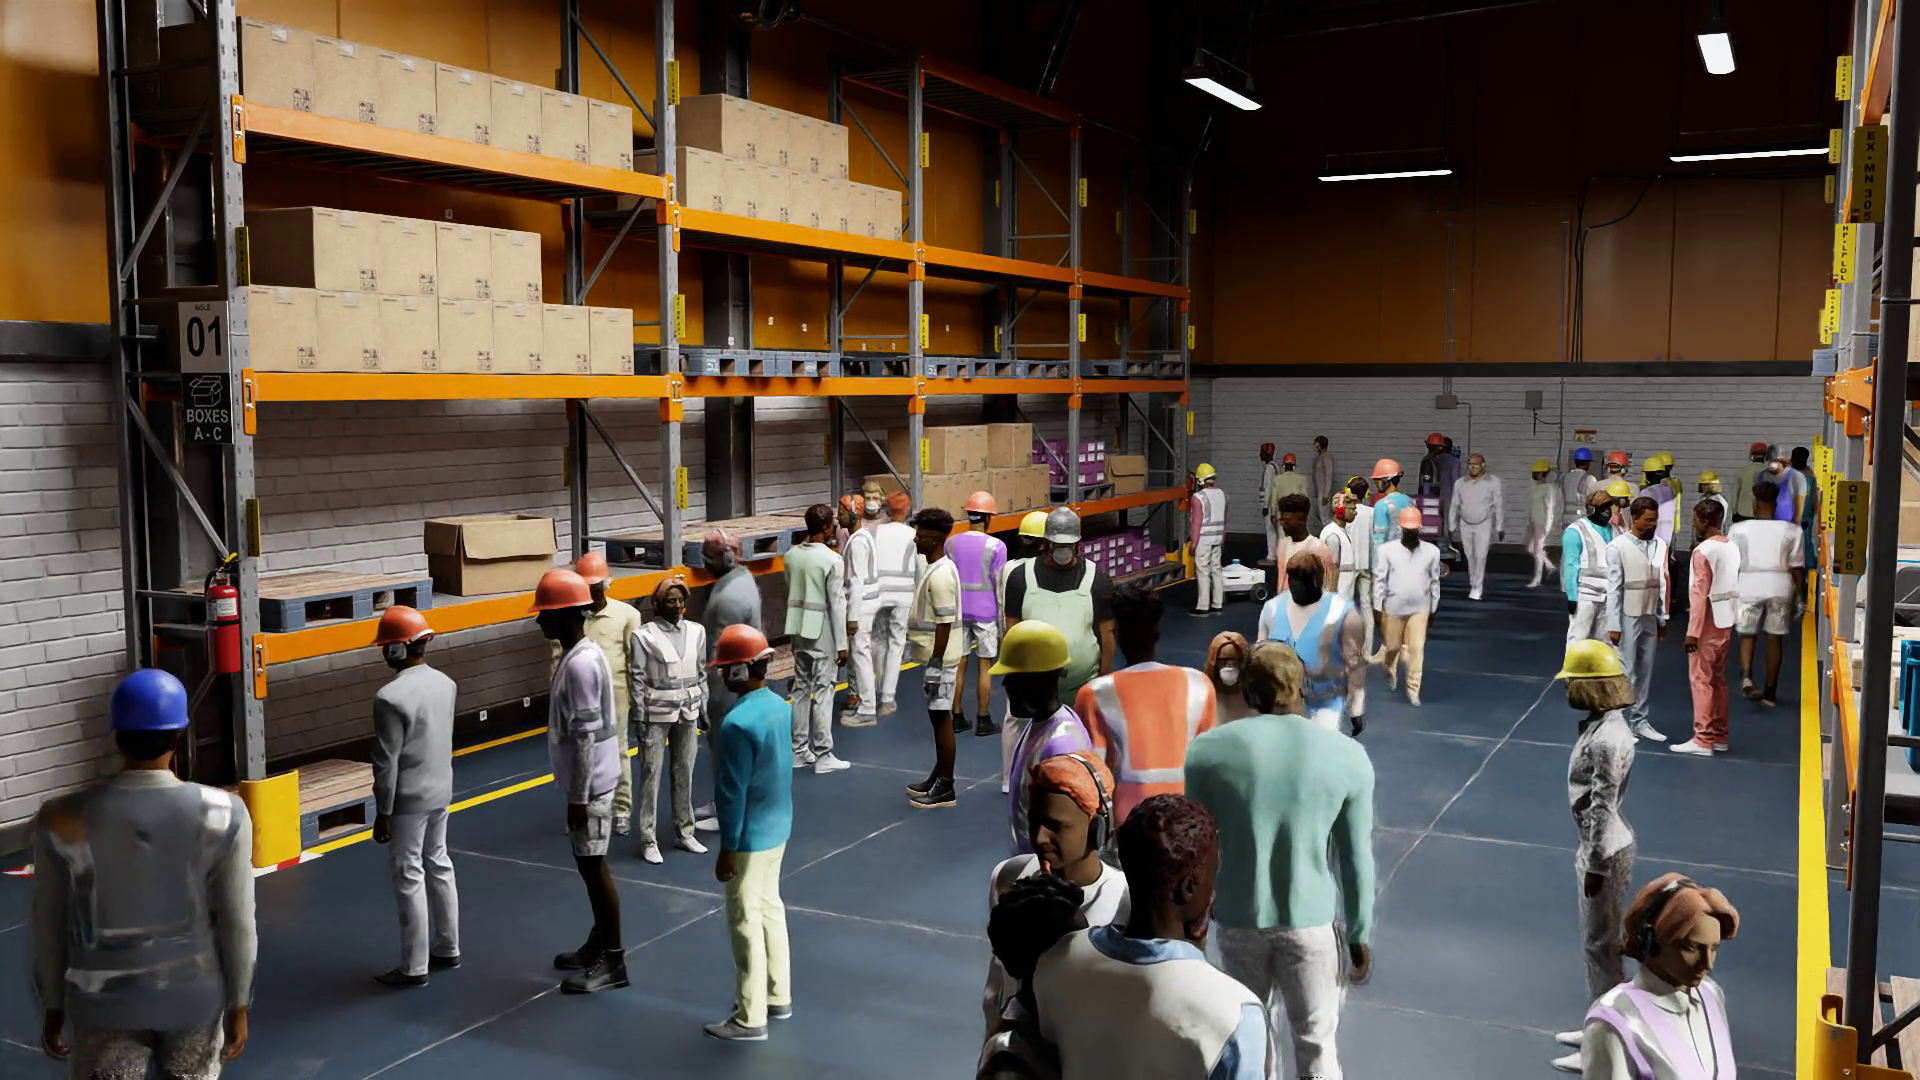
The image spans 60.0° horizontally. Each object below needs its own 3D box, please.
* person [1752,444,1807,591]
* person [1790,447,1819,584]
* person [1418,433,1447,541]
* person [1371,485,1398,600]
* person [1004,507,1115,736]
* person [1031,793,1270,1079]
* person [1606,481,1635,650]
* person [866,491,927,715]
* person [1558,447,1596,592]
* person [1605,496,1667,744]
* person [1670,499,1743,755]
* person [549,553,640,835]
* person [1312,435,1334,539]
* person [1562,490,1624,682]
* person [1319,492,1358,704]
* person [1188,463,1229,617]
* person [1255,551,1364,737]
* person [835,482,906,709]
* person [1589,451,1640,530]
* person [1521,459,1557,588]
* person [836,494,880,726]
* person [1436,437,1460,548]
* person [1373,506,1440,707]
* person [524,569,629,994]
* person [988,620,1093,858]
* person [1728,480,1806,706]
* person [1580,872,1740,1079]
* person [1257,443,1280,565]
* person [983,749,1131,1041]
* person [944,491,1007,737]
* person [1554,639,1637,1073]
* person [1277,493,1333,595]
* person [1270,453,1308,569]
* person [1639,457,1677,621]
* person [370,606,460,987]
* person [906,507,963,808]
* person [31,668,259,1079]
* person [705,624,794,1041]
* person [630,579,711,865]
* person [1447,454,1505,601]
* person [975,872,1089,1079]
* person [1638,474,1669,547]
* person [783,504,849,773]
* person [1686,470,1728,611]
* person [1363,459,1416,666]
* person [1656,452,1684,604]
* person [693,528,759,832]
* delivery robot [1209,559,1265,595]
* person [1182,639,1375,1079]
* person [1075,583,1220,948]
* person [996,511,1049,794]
[{"bbox_3d":[10.697,-0.283,21.719,0.686,2.000,0.827,5,7,44],"label":"person"},{"bbox_3d":[11.700,-0.341,23.076,0.397,1.910,0.587,1,5,10],"label":"person"},{"bbox_3d":[7.210,-0.618,25.394,0.418,2.035,0.609,2,6,24],"label":"person"},{"bbox_3d":[5.375,-0.045,21.087,0.357,1.689,0.545,-1,5,-12],"label":"person"},{"bbox_3d":[0.598,0.797,10.106,0.679,2.000,0.535,1,5,7],"label":"person"},{"bbox_3d":[0.388,1.476,3.448,0.373,1.916,0.596,-5,7,-44],"label":"person"},{"bbox_3d":[6.794,0.270,17.235,0.316,1.769,0.525,1,6,15],"label":"person"},{"bbox_3d":[-0.538,0.514,14.090,0.614,1.856,0.758,1,5,12],"label":"person"},{"bbox_3d":[8.166,-0.250,21.935,0.416,1.940,0.612,-2,6,-20],"label":"person"},{"bbox_3d":[5.208,0.610,12.834,0.599,1.909,0.402,-3,6,-29],"label":"person"},{"bbox_3d":[5.612,0.649,12.419,0.600,1.908,0.404,-5,7,-44],"label":"person"},{"bbox_3d":[-2.218,0.941,10.141,0.569,1.743,0.367,0,5,-1],"label":"person"},{"bbox_3d":[5.925,-0.744,27.225,0.355,1.938,0.637,0,5,-1],"label":"person"},{"bbox_3d":[5.540,0.487,14.494,0.624,1.845,0.430,-2,6,-24],"label":"person"},{"bbox_3d":[3.237,0.498,14.435,0.392,1.836,0.561,2,6,17],"label":"person"},{"bbox_3d":[2.930,0.002,19.775,0.600,1.827,0.404,-5,7,-41],"label":"person"},{"bbox_3d":[1.970,0.961,9.671,0.661,1.786,0.982,4,7,38],"label":"person"},{"bbox_3d":[-0.751,0.473,14.130,0.630,1.940,0.372,0,5,-3],"label":"person"},{"bbox_3d":[7.680,-0.048,19.509,0.618,1.986,0.408,5,7,43],"label":"person"},{"bbox_3d":[7.875,-0.223,22.568,0.468,1.748,0.544,-1,5,-11],"label":"person"},{"bbox_3d":[-0.826,0.566,13.489,0.352,1.877,0.577,0,5,-1],"label":"person"},{"bbox_3d":[7.706,-0.681,26.549,0.371,1.939,0.629,-4,7,-37],"label":"person"},{"bbox_3d":[3.873,0.550,14.446,0.567,1.728,0.700,1,5,8],"label":"person"},{"bbox_3d":[-1.762,1.090,7.620,0.416,1.924,0.559,-2,6,-18],"label":"person"},{"bbox_3d":[0.298,1.240,5.983,0.397,1.920,0.586,0,5,-2],"label":"person"},{"bbox_3d":[6.881,0.461,14.229,0.656,1.941,0.544,3,6,26],"label":"person"},{"bbox_3d":[1.607,1.577,3.855,0.512,1.638,0.312,-4,7,-39],"label":"person"},{"bbox_3d":[4.747,-0.546,25.464,0.349,1.879,0.567,1,6,15],"label":"person"},{"bbox_3d":[0.287,1.439,4.104,0.344,1.877,0.577,-5,7,-45],"label":"person"},{"bbox_3d":[0.133,0.578,13.080,0.549,1.927,0.393,3,6,26],"label":"person"},{"bbox_3d":[2.558,1.264,6.728,0.340,1.733,0.491,2,6,19],"label":"person"},{"bbox_3d":[2.564,0.617,12.549,0.435,1.944,0.638,-2,6,-23],"label":"person"},{"bbox_3d":[4.885,-0.420,24.717,0.562,1.752,0.327,0,5,3],"label":"person"},{"bbox_3d":[8.042,-0.002,19.301,0.592,1.925,0.385,-3,6,-33],"label":"person"},{"bbox_3d":[-2.542,1.171,7.681,0.345,1.744,0.557,1,5,12],"label":"person"},{"bbox_3d":[-0.165,0.760,10.897,0.367,1.967,0.604,0,5,-3],"label":"person"},{"bbox_3d":[-2.367,1.346,4.854,0.606,1.921,0.795,-3,6,-26],"label":"person"},{"bbox_3d":[-0.904,1.225,7.091,0.354,1.738,0.577,1,5,15],"label":"person"},{"bbox_3d":[-1.684,1.036,9.662,0.511,1.641,0.308,-5,7,-42],"label":"person"},{"bbox_3d":[6.518,-0.154,21.178,0.679,1.873,0.883,4,7,39],"label":"person"},{"bbox_3d":[0.179,1.565,3.651,0.318,1.700,0.535,1,5,14],"label":"person"},{"bbox_3d":[8.040,0.085,19.409,0.486,1.737,0.322,-1,5,-11],"label":"person"},{"bbox_3d":[-1.039,0.699,11.850,0.590,1.912,0.391,5,7,44],"label":"person"},{"bbox_3d":[8.978,0.030,19.991,0.314,1.738,0.486,-2,6,-18],"label":"person"},{"bbox_3d":[4.207,0.221,16.349,0.607,2.035,0.407,-5,7,-43],"label":"person"},{"bbox_3d":[8.764,-0.136,20.734,0.585,1.929,0.370,-5,7,-41],"label":"person"},{"bbox_3d":[-1.467,0.862,10.214,0.472,1.890,0.663,-1,5,-6],"label":"person"},{"bbox_3d":[3.459,0.484,20.876,0.707,0.478,0.477,-2,6,-20],"label":"delivery robot"},{"bbox_3d":[1.058,1.290,5.585,0.662,1.891,0.571,1,5,9],"label":"person"},{"bbox_3d":[0.766,1.154,6.760,0.661,1.954,0.401,-1,5,-13],"label":"person"},{"bbox_3d":[0.488,0.768,11.076,0.389,1.920,0.587,-4,7,-40],"label":"person"}]
